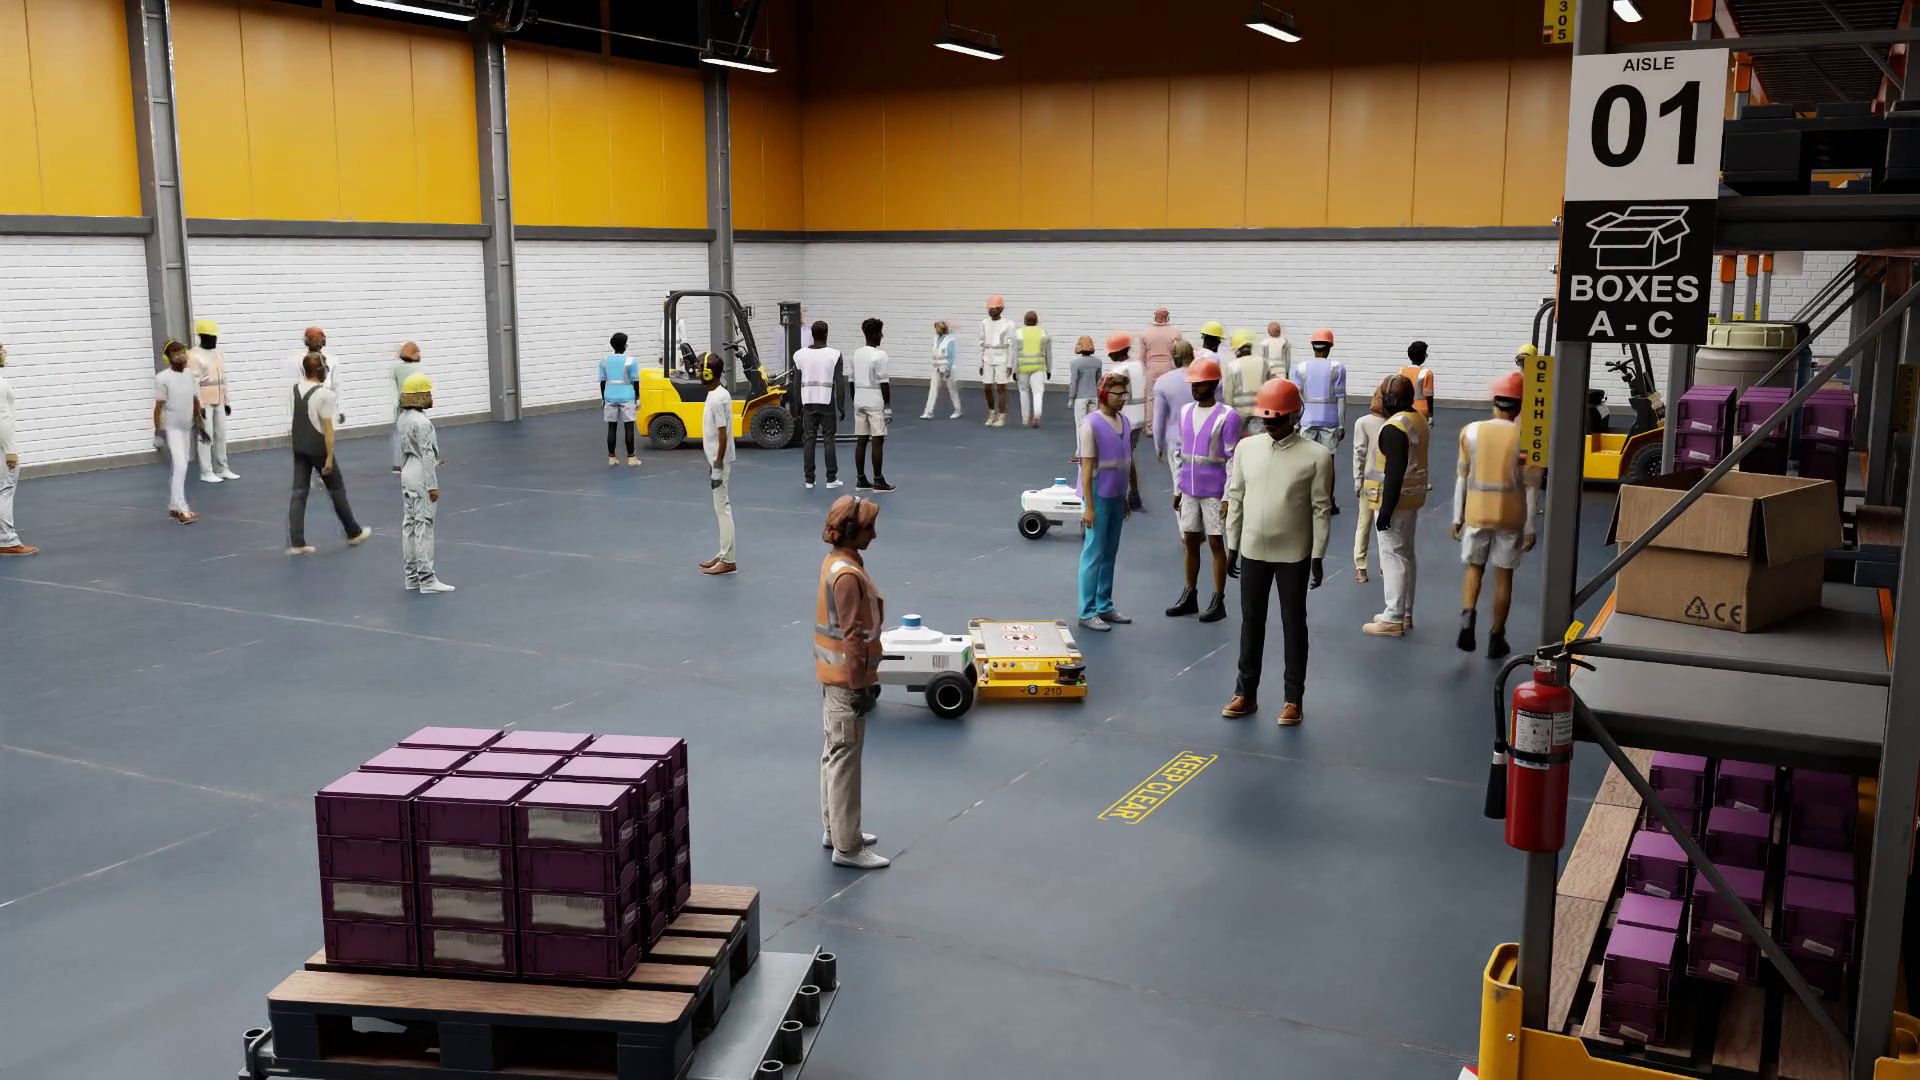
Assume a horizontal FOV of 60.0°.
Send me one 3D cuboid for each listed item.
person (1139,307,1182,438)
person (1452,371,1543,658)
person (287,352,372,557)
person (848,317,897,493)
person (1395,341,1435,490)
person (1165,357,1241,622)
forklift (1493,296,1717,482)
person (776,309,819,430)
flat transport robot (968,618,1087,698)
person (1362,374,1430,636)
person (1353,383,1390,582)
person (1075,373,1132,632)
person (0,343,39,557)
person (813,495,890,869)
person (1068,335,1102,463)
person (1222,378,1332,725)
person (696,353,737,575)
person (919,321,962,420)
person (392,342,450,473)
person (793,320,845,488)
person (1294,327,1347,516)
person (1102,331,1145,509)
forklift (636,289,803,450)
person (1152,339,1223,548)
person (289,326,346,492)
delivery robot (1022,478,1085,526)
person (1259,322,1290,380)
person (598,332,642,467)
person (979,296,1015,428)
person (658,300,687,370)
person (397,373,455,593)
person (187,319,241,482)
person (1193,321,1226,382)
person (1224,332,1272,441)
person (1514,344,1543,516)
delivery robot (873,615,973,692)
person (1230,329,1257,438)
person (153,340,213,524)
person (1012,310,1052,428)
[{"bbox_3d":[2.925,-2.431,24.193,0.638,1.910,0.402,2,10,14],"label":"person"},{"bbox_3d":[3.526,-0.150,10.938,0.569,1.921,0.517,6,11,31],"label":"person"},{"bbox_3d":[-5.739,-0.781,14.953,0.538,1.802,0.932,3,10,18],"label":"person"},{"bbox_3d":[-0.991,-1.512,18.699,0.600,1.967,0.368,9,14,43],"label":"person"},{"bbox_3d":[5.158,-1.407,18.871,0.315,1.696,0.540,-7,12,-36],"label":"person"},{"bbox_3d":[1.775,-0.371,12.175,0.548,1.937,0.358,9,14,44],"label":"person"},{"bbox_3d":[7.296,-1.677,18.993,2.313,2.155,1.214,5,11,27],"label":"forklift"},{"bbox_3d":[-2.433,-2.594,25.217,0.683,1.898,0.393,-3,10,-18],"label":"person"},{"bbox_3d":[0.403,0.732,10.613,0.652,0.197,1.431,0,10,-3],"label":"flat transport robot"},{"bbox_3d":[3.065,-0.247,11.741,0.429,1.839,0.633,6,11,29],"label":"person"},{"bbox_3d":[3.457,-0.474,13.645,0.500,1.635,0.287,-2,10,-12],"label":"person"},{"bbox_3d":[1.028,-0.282,11.937,0.374,1.840,0.572,7,12,34],"label":"person"},{"bbox_3d":[-8.522,-0.816,14.749,0.636,1.939,0.365,9,13,41],"label":"person"},{"bbox_3d":[-0.489,0.616,7.328,0.309,1.640,0.513,-2,10,-11],"label":"person"},{"bbox_3d":[1.601,-1.803,21.346,0.500,1.633,0.280,-7,12,-34],"label":"person"},{"bbox_3d":[1.801,0.066,9.513,0.611,1.985,0.393,6,11,30],"label":"person"},{"bbox_3d":[-2.046,-0.637,13.935,0.333,1.864,0.520,-1,10,-8],"label":"person"},{"bbox_3d":[-0.279,-2.737,26.862,0.857,1.588,0.534,-10,14,-44],"label":"person"},{"bbox_3d":[-6.716,-1.635,20.477,0.517,1.586,0.835,5,11,29],"label":"person"},{"bbox_3d":[-1.608,-1.544,19.031,0.596,1.915,0.373,2,10,11],"label":"person"},{"bbox_3d":[3.690,-1.210,17.065,0.543,1.928,0.371,4,11,21],"label":"person"},{"bbox_3d":[1.692,-1.219,17.214,0.417,1.891,0.579,8,12,38],"label":"person"},{"bbox_3d":[-3.358,-2.392,23.136,2.313,2.155,1.214,-1,10,-5],"label":"forklift"},{"bbox_3d":[2.076,-0.872,15.172,0.660,1.905,0.450,0,10,3],"label":"person"},{"bbox_3d":[-7.214,-1.465,18.718,0.405,1.872,0.576,10,14,44],"label":"person"},{"bbox_3d":[0.951,-0.342,15.737,0.707,0.478,0.477,2,10,10],"label":"delivery robot"},{"bbox_3d":[4.969,-2.638,26.260,0.508,1.605,0.811,1,10,6],"label":"person"},{"bbox_3d":[-4.269,-1.762,20.922,0.540,1.697,0.317,2,10,11],"label":"person"},{"bbox_3d":[0.562,-2.753,25.709,0.610,2.033,0.537,6,11,29],"label":"person"},{"bbox_3d":[-4.940,-3.162,28.495,0.574,1.882,0.361,6,12,33],"label":"person"},{"bbox_3d":[-4.271,-0.452,13.210,0.294,1.744,0.484,-9,13,-41],"label":"person"},{"bbox_3d":[-8.802,-1.638,19.562,0.384,1.922,0.601,2,10,13],"label":"person"},{"bbox_3d":[2.796,-1.507,18.811,0.381,1.918,0.584,-4,10,-21],"label":"person"},{"bbox_3d":[3.262,-1.474,19.014,0.641,1.793,0.788,-3,10,-14],"label":"person"},{"bbox_3d":[5.783,-1.127,17.063,0.523,1.765,0.316,6,12,33],"label":"person"},{"bbox_3d":[-0.281,0.684,9.799,0.707,0.478,0.477,1,10,3],"label":"delivery robot"},{"bbox_3d":[3.592,-1.783,20.933,0.795,1.731,0.533,-1,10,-7],"label":"person"},{"bbox_3d":[-7.791,-1.071,16.598,0.680,1.831,0.629,2,10,13],"label":"person"},{"bbox_3d":[1.111,-2.639,25.694,0.635,1.811,0.876,0,10,-1],"label":"person"}]
